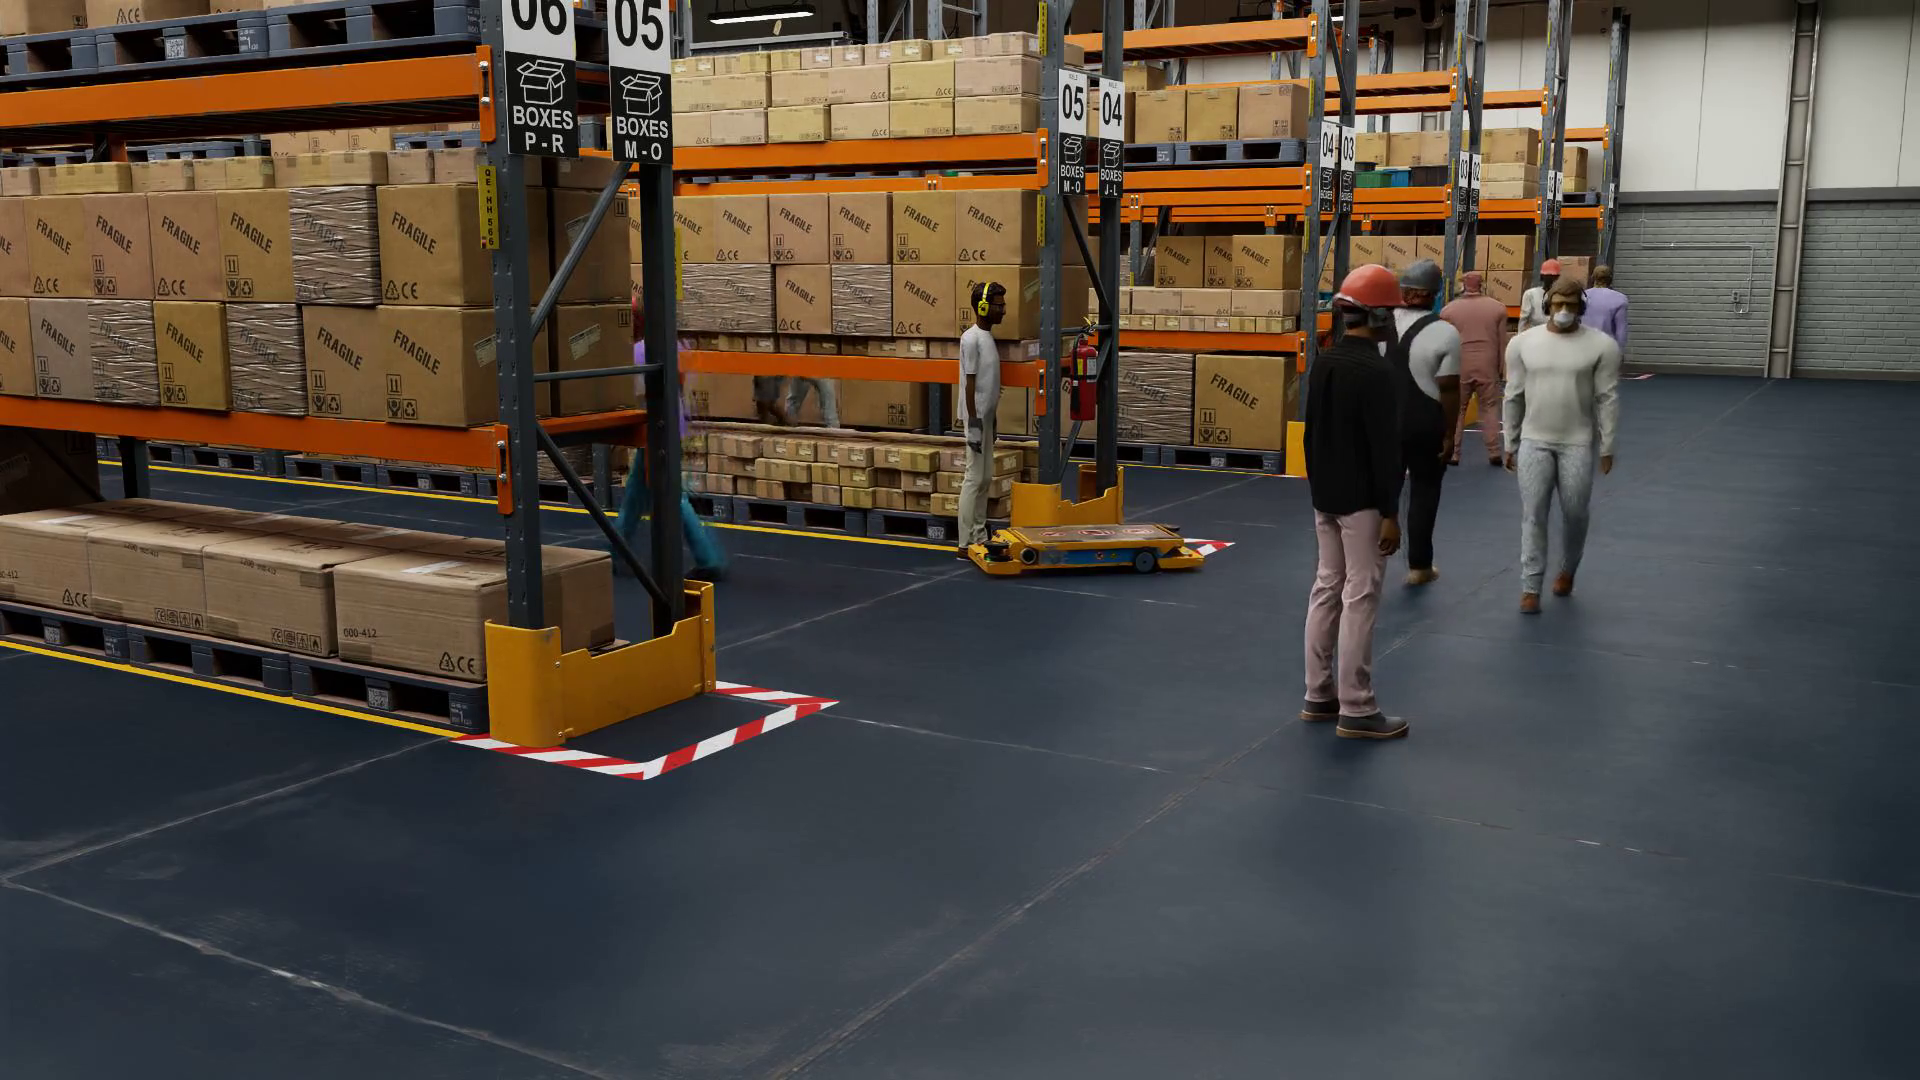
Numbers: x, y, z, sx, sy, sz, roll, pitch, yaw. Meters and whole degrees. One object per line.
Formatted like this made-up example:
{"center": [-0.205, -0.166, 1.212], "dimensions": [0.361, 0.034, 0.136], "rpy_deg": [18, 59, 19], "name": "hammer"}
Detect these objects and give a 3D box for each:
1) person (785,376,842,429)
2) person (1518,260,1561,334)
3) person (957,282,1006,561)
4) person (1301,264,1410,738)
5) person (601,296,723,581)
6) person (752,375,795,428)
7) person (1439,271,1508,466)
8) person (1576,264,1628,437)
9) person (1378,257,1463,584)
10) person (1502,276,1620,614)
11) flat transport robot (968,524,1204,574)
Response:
{"center": [-1.434, -1.785, 16.841], "dimensions": [0.978, 1.893, 0.652], "rpy_deg": [6, 12, 33], "name": "person"}
{"center": [7.266, -2.474, 20.658], "dimensions": [0.614, 1.993, 1.068], "rpy_deg": [6, 11, 30], "name": "person"}
{"center": [0.156, -0.782, 11.106], "dimensions": [0.333, 1.860, 0.509], "rpy_deg": [3, 10, 16], "name": "person"}
{"center": [1.694, -0.163, 7.072], "dimensions": [0.391, 1.991, 0.625], "rpy_deg": [-3, 10, -17], "name": "person"}
{"center": [-1.953, -0.615, 10.330], "dimensions": [1.004, 1.784, 0.582], "rpy_deg": [1, 10, 7], "name": "person"}
{"center": [-1.775, -1.668, 15.768], "dimensions": [0.552, 2.032, 0.625], "rpy_deg": [4, 10, 22], "name": "person"}
{"center": [4.951, -1.637, 16.038], "dimensions": [0.765, 1.885, 0.515], "rpy_deg": [3, 10, 16], "name": "person"}
{"center": [7.180, -2.128, 18.745], "dimensions": [0.636, 1.937, 0.358], "rpy_deg": [6, 11, 31], "name": "person"}
{"center": [2.760, -0.727, 10.238], "dimensions": [0.689, 2.000, 0.676], "rpy_deg": [8, 13, 40], "name": "person"}
{"center": [3.458, -0.560, 9.624], "dimensions": [0.638, 1.922, 0.766], "rpy_deg": [4, 11, 25], "name": "person"}
{"center": [0.813, 0.048, 10.875], "dimensions": [1.431, 0.197, 0.652], "rpy_deg": [-2, 10, -10], "name": "flat transport robot"}
